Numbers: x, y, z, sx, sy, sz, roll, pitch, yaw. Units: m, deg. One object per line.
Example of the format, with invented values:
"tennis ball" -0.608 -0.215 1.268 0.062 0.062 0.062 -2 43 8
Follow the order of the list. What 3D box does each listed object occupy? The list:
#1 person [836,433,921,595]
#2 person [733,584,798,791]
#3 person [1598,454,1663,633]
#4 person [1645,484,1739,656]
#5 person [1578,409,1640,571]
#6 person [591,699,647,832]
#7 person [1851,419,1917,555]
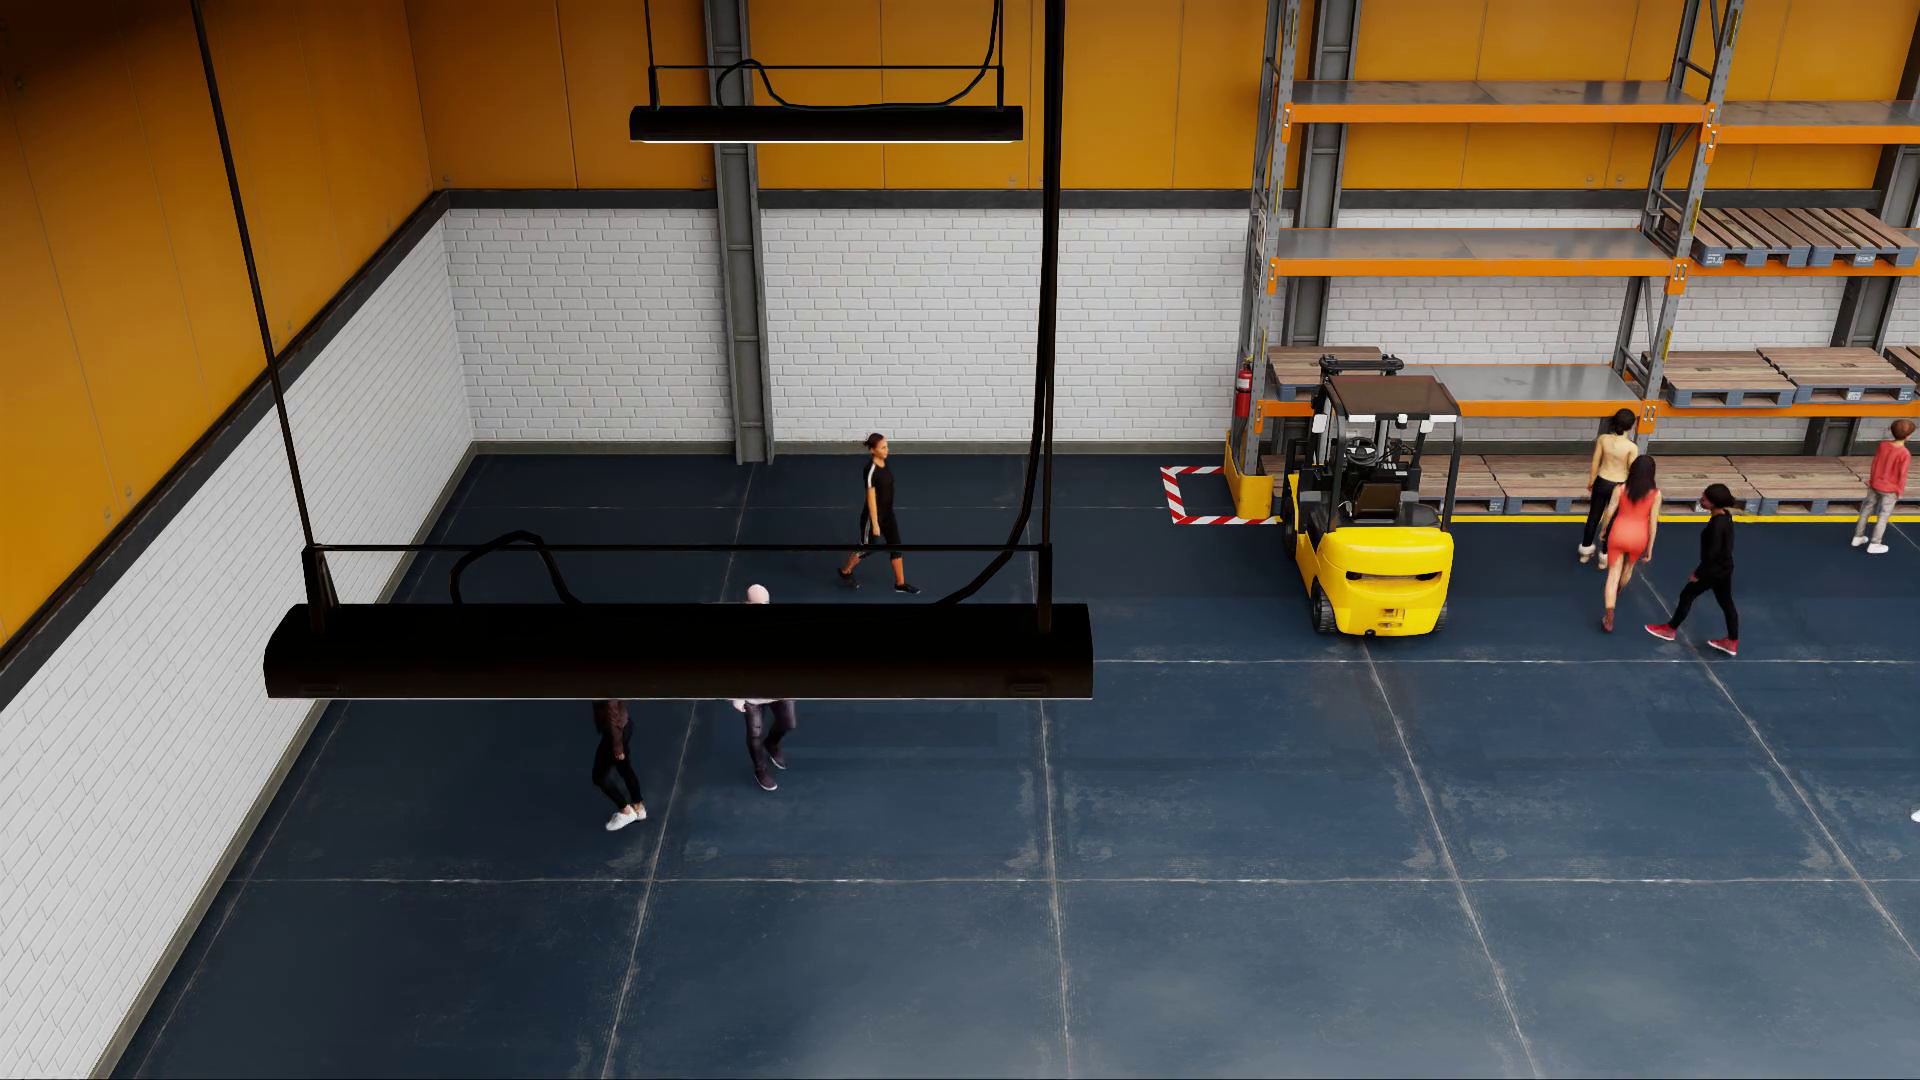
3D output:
"person" -0.852 -0.234 15.714 1.147 1.635 0.895 13 31 23
"person" -1.605 1.107 13.060 0.811 1.822 0.902 -18 33 -30
"person" 6.067 0.064 15.119 1.061 1.680 0.812 7 29 13
"person" 6.748 0.314 14.728 1.100 1.617 0.968 22 35 34
"person" 6.334 -0.514 16.201 0.677 1.659 0.740 25 37 38
"person" -2.520 1.458 12.557 0.603 1.687 0.637 -3 29 -5
"person" 9.185 -0.549 16.518 0.589 1.417 0.586 -13 31 -23
